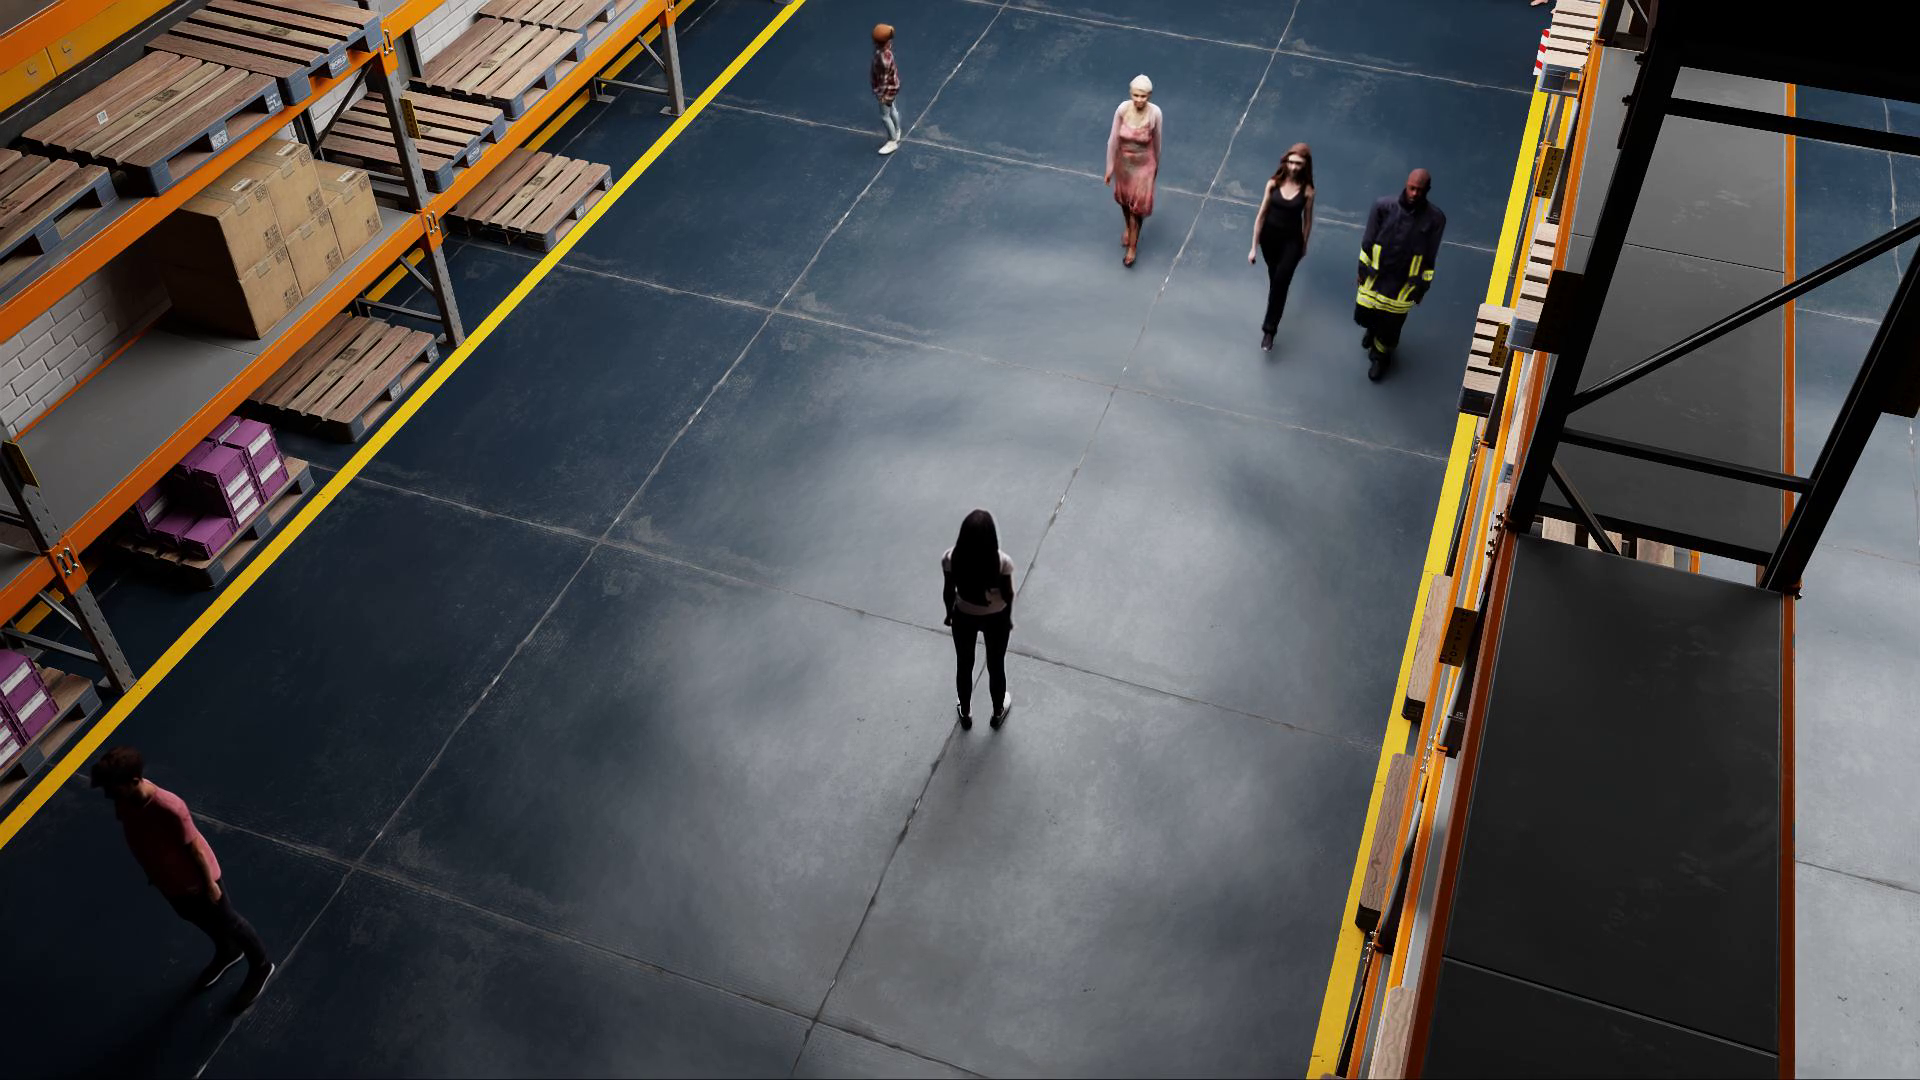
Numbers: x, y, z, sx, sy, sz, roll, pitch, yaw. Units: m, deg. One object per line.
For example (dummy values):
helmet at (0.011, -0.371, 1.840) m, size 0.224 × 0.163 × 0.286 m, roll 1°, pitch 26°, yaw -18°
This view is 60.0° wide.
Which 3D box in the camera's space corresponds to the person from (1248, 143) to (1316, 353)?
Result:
person at (2.594, -2.443, 13.346) m, size 0.608 × 1.693 × 1.143 m, roll 16°, pitch 46°, yaw 16°

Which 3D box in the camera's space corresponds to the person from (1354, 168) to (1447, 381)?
person at (3.391, -2.129, 12.929) m, size 0.777 × 1.815 × 0.880 m, roll 19°, pitch 47°, yaw 19°

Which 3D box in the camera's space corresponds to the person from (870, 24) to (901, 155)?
person at (-0.664, -4.273, 15.558) m, size 0.783 × 1.292 × 0.568 m, roll 7°, pitch 44°, yaw 8°

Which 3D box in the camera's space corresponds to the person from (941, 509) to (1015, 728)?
person at (0.122, 0.500, 10.199) m, size 0.636 × 1.774 × 0.590 m, roll 5°, pitch 44°, yaw 5°

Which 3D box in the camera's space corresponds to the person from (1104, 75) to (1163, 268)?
person at (1.500, -3.253, 14.215) m, size 0.605 × 1.670 × 0.867 m, roll 12°, pitch 45°, yaw 13°

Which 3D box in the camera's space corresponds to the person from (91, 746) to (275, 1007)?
person at (-4.077, 1.734, 8.770) m, size 0.623 × 1.958 × 0.547 m, roll 15°, pitch 46°, yaw 15°
